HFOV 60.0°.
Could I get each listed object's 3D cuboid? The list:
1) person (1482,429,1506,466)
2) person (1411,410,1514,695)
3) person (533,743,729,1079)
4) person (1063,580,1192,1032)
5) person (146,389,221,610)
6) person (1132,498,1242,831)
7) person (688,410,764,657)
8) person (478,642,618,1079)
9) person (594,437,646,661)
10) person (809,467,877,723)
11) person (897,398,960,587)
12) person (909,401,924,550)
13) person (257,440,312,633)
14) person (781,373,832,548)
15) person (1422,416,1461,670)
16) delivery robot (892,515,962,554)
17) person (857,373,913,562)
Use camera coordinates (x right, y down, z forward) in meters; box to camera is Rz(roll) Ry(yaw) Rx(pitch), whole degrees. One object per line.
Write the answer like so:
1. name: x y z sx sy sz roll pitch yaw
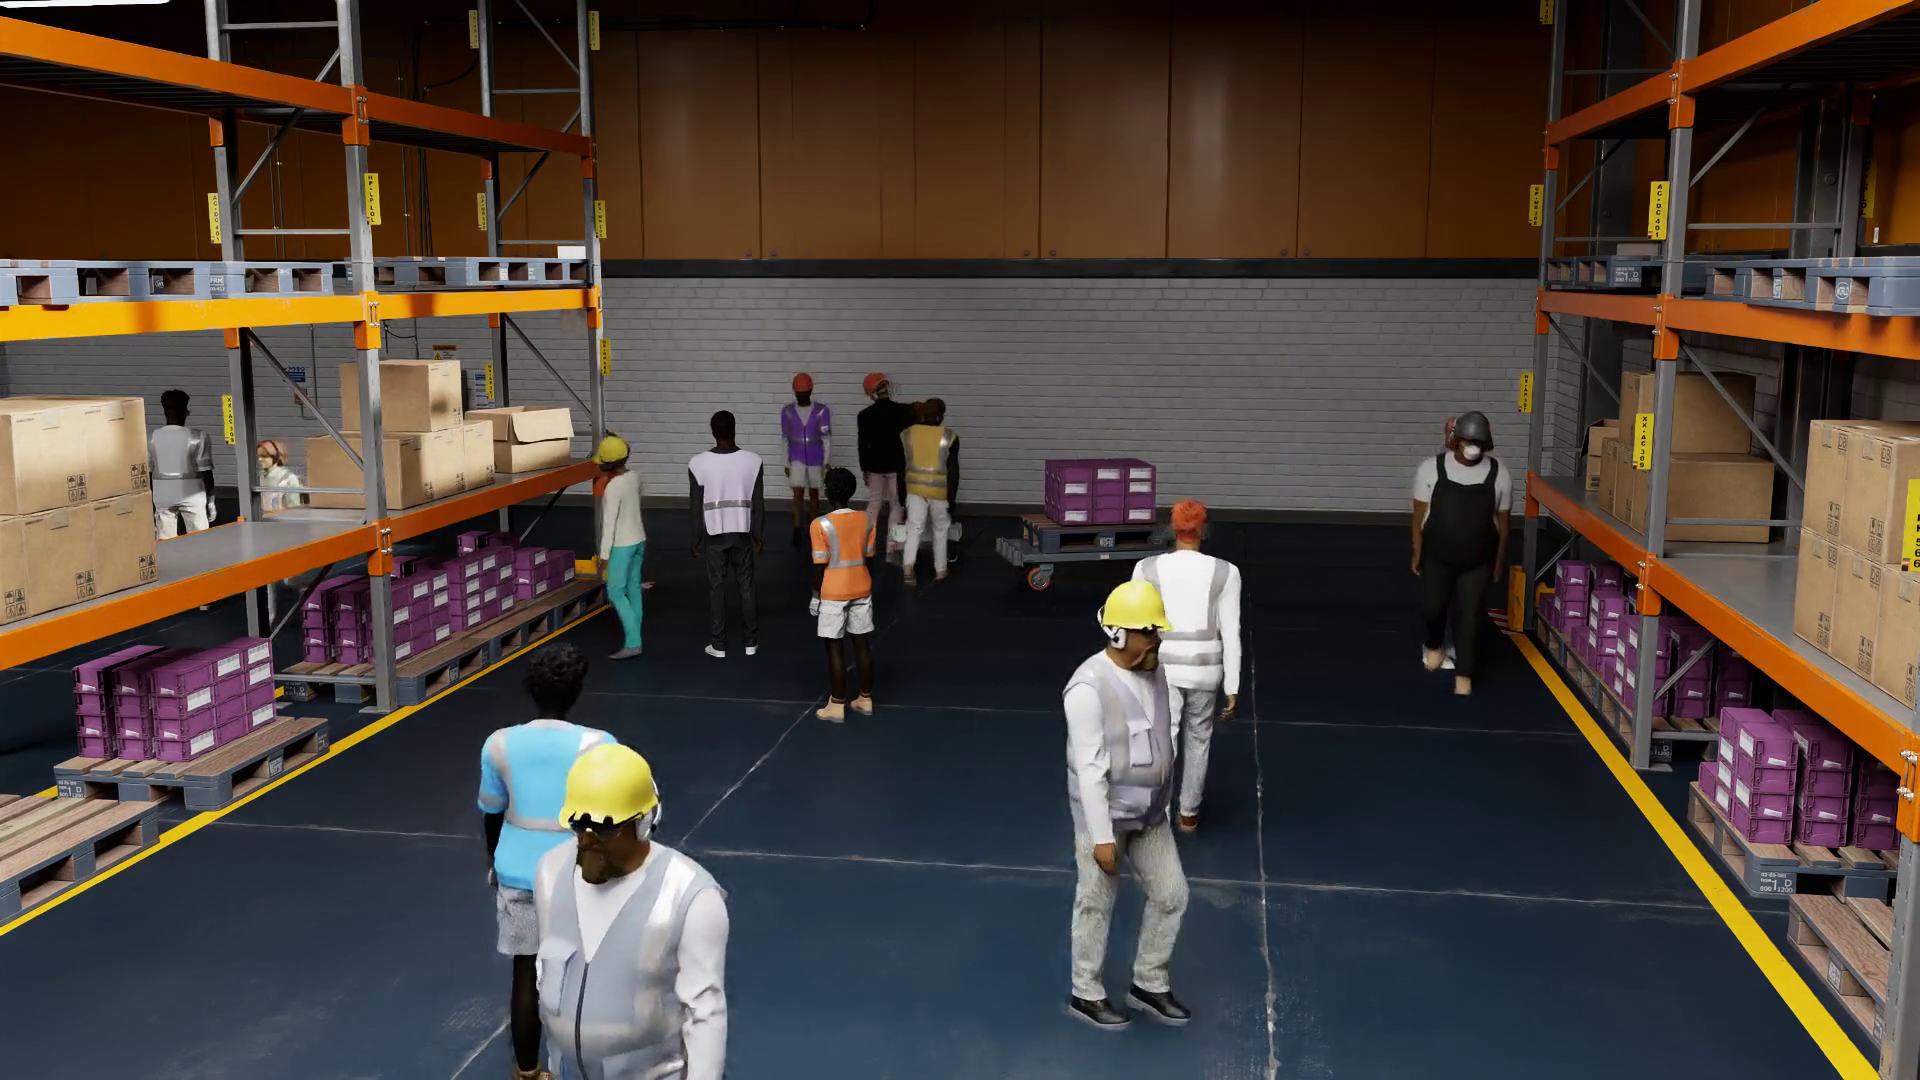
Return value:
1. person: 4.689 -0.256 15.165 0.502 1.610 0.779 4 10 23
2. person: 3.565 0.067 11.834 0.688 2.000 0.634 2 10 14
3. person: -0.915 1.415 4.290 0.622 1.788 0.839 4 10 22
4. person: 0.666 1.057 6.453 0.600 1.812 0.602 8 12 42
5. person: -6.855 -0.345 14.628 0.607 1.958 0.388 -2 9 -10
6. person: 1.141 0.710 8.526 0.582 1.838 1.007 2 9 9
7. person: -1.803 -0.042 12.889 0.590 1.917 0.396 -3 10 -19
8. person: -1.450 1.184 6.061 0.556 1.661 0.705 1 9 6
9. person: -2.573 0.062 12.848 0.361 1.729 0.597 3 10 16
10. person: -0.781 0.362 11.072 0.538 1.695 0.320 -8 12 -41
11. person: -0.313 -0.454 15.853 0.640 1.804 0.934 2 9 13
12. person: -0.401 -0.674 17.721 0.418 1.615 0.544 -4 10 -25
13. person: -5.606 -0.037 13.784 0.523 1.624 0.626 4 10 22
14. person: -1.673 -0.871 18.107 0.558 1.882 0.989 0 9 -2
15. person: 3.739 0.011 12.595 0.403 1.906 0.651 6 11 31
16. delivery robot: -0.341 -0.065 16.928 0.707 0.478 0.477 -1 9 -4
17. person: -0.765 -0.723 17.047 0.694 1.951 0.413 4 10 24
